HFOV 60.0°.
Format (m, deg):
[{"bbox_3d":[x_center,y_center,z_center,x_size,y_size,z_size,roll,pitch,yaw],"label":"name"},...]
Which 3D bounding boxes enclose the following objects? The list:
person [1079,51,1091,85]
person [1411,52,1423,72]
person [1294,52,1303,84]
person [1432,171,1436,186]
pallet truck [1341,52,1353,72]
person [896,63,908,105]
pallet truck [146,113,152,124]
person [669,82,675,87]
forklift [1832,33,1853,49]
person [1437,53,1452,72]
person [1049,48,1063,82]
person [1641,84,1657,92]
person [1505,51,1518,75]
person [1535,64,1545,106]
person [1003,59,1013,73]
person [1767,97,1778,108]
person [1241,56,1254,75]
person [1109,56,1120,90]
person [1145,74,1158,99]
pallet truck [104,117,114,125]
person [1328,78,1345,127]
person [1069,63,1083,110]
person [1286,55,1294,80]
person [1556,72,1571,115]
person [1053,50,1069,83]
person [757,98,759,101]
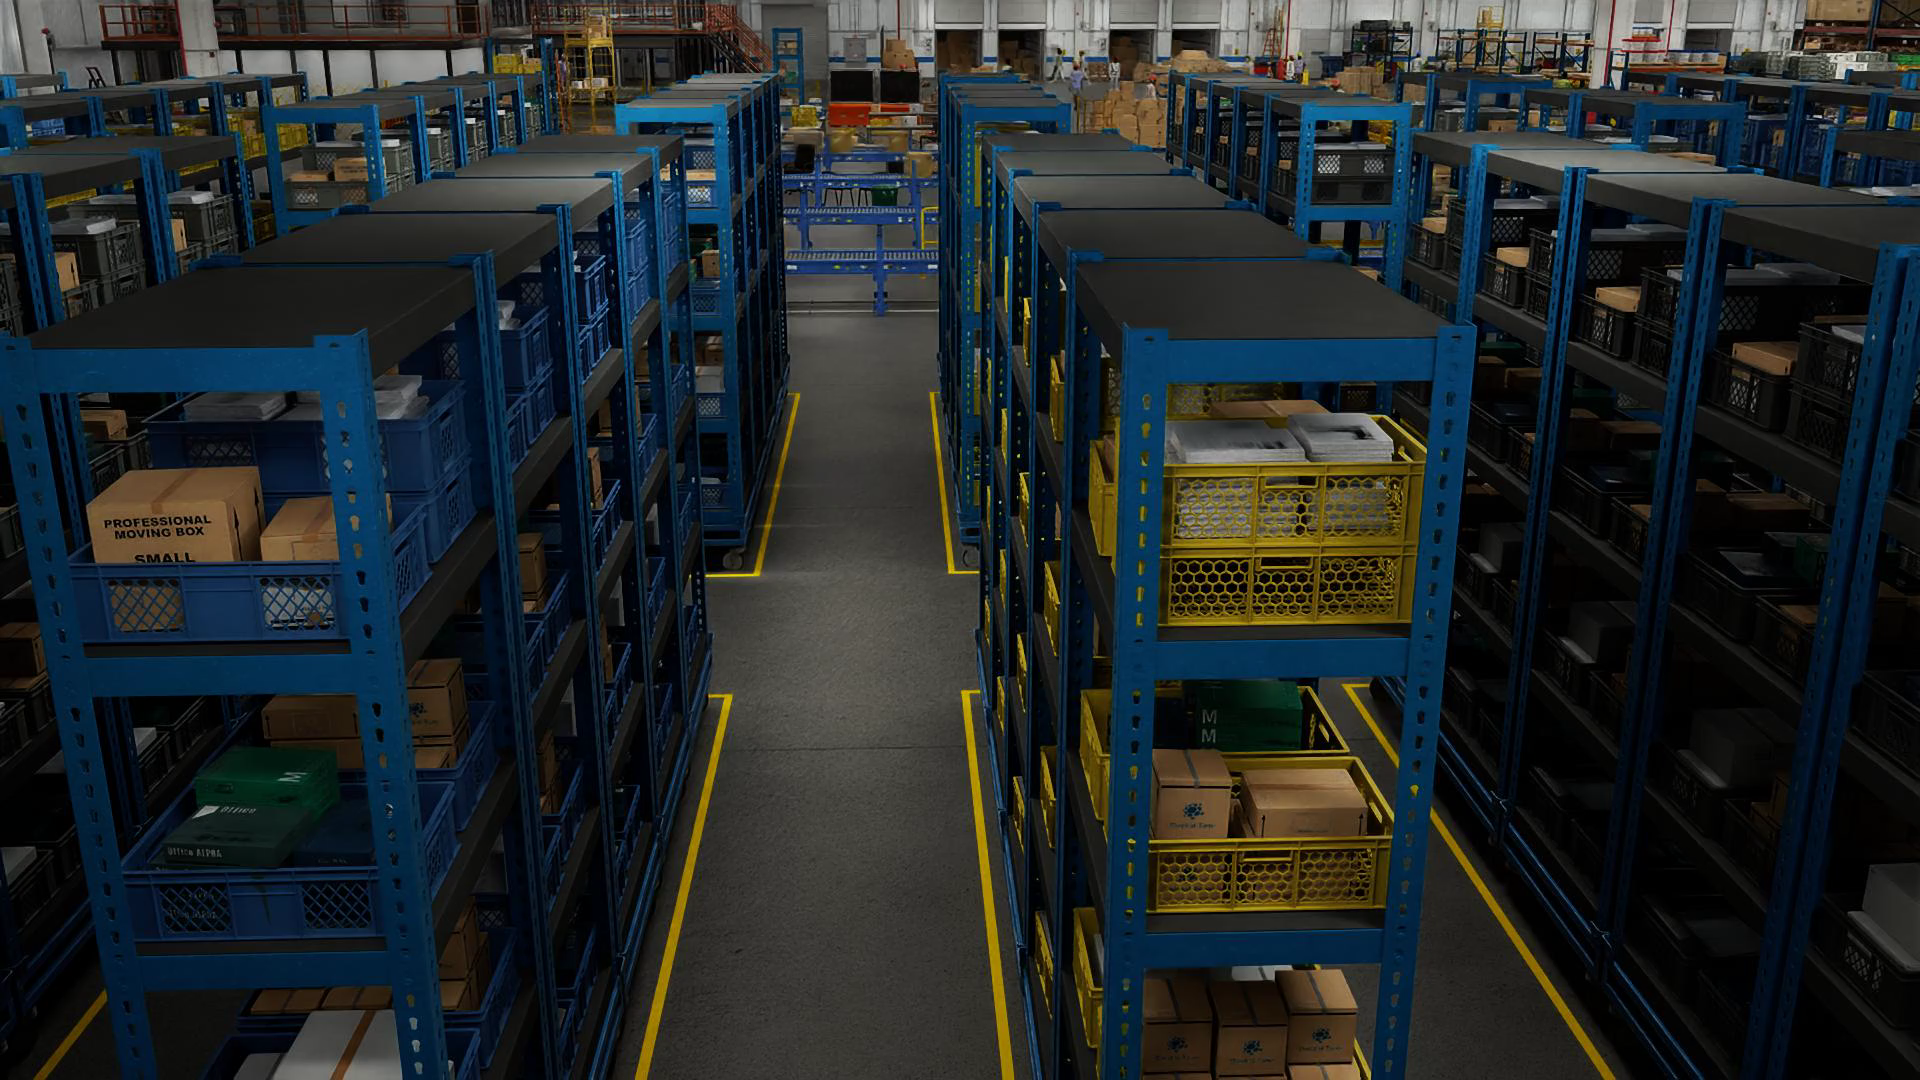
[{"bbox_3d":[6.708,-25.582,90.142,0.911,1.827,0.516,5,19,15],"label":"person"},{"bbox_3d":[23.014,-23.574,83.722,0.603,1.938,0.401,16,24,40],"label":"person"},{"bbox_3d":[17.045,-23.570,83.742,0.583,1.921,0.390,-10,21,-29],"label":"person"},{"bbox_3d":[7.354,-5.020,26.584,0.769,1.777,0.601,-12,21,-32],"label":"person"},{"bbox_3d":[18.794,-23.123,82.231,0.823,1.965,1.885,-13,22,-35],"label":"pallet truck"},{"bbox_3d":[-2.352,-18.521,68.085,0.547,1.939,0.376,-9,20,-27],"label":"person"},{"bbox_3d":[-18.087,-8.309,36.390,1.885,1.965,0.823,-1,18,-4],"label":"pallet truck"},{"bbox_3d":[-9.692,-14.570,56.174,0.313,1.741,0.487,-2,18,-5],"label":"person"},{"bbox_3d":[46.103,-25.165,87.138,1.129,2.768,1.873,-6,19,-17],"label":"forklift"},{"bbox_3d":[23.115,-22.130,79.088,0.708,2.000,0.974,17,24,42],"label":"person"},{"bbox_3d":[5.480,-26.580,93.172,1.043,1.860,0.601,2,18,6],"label":"person"},{"bbox_3d":[26.756,-17.388,64.625,0.707,1.907,0.639,-4,18,-11],"label":"person"},{"bbox_3d":[28.323,-24.126,85.466,0.596,1.910,0.510,11,21,30],"label":"person"},{"bbox_3d":[24.096,-18.866,69.290,0.531,1.859,0.332,-9,20,-26],"label":"person"},{"bbox_3d":[2.223,-20.706,74.948,0.966,1.868,0.618,-16,24,-40],"label":"person"},{"bbox_3d":[28.311,-15.241,57.935,0.628,1.940,0.373,-13,22,-36],"label":"person"},{"bbox_3d":[13.567,-21.971,78.801,0.633,1.920,0.705,9,20,26],"label":"person"},{"bbox_3d":[7.312,-21.912,78.666,0.573,1.883,0.354,-5,19,-16],"label":"person"},{"bbox_3d":[6.469,-14.731,56.266,0.396,1.993,0.618,-5,19,-14],"label":"person"},{"bbox_3d":[-18.367,-7.885,35.078,1.885,1.965,0.823,1,18,2],"label":"pallet truck"},{"bbox_3d":[11.843,-13.555,52.577,0.631,2.023,0.426,0,18,1],"label":"person"},{"bbox_3d":[4.781,-18.845,69.114,0.581,1.918,0.605,-9,20,-25],"label":"person"},{"bbox_3d":[16.013,-22.542,80.618,0.349,1.882,0.584,-6,19,-17],"label":"person"},{"bbox_3d":[23.907,-17.661,65.849,0.552,1.668,0.686,15,23,39],"label":"person"},{"bbox_3d":[5.606,-26.333,92.476,0.925,1.793,0.627,1,18,2],"label":"person"},{"bbox_3d":[-6.400,-13.649,53.009,0.357,1.938,0.545,1,18,3],"label":"person"}]
